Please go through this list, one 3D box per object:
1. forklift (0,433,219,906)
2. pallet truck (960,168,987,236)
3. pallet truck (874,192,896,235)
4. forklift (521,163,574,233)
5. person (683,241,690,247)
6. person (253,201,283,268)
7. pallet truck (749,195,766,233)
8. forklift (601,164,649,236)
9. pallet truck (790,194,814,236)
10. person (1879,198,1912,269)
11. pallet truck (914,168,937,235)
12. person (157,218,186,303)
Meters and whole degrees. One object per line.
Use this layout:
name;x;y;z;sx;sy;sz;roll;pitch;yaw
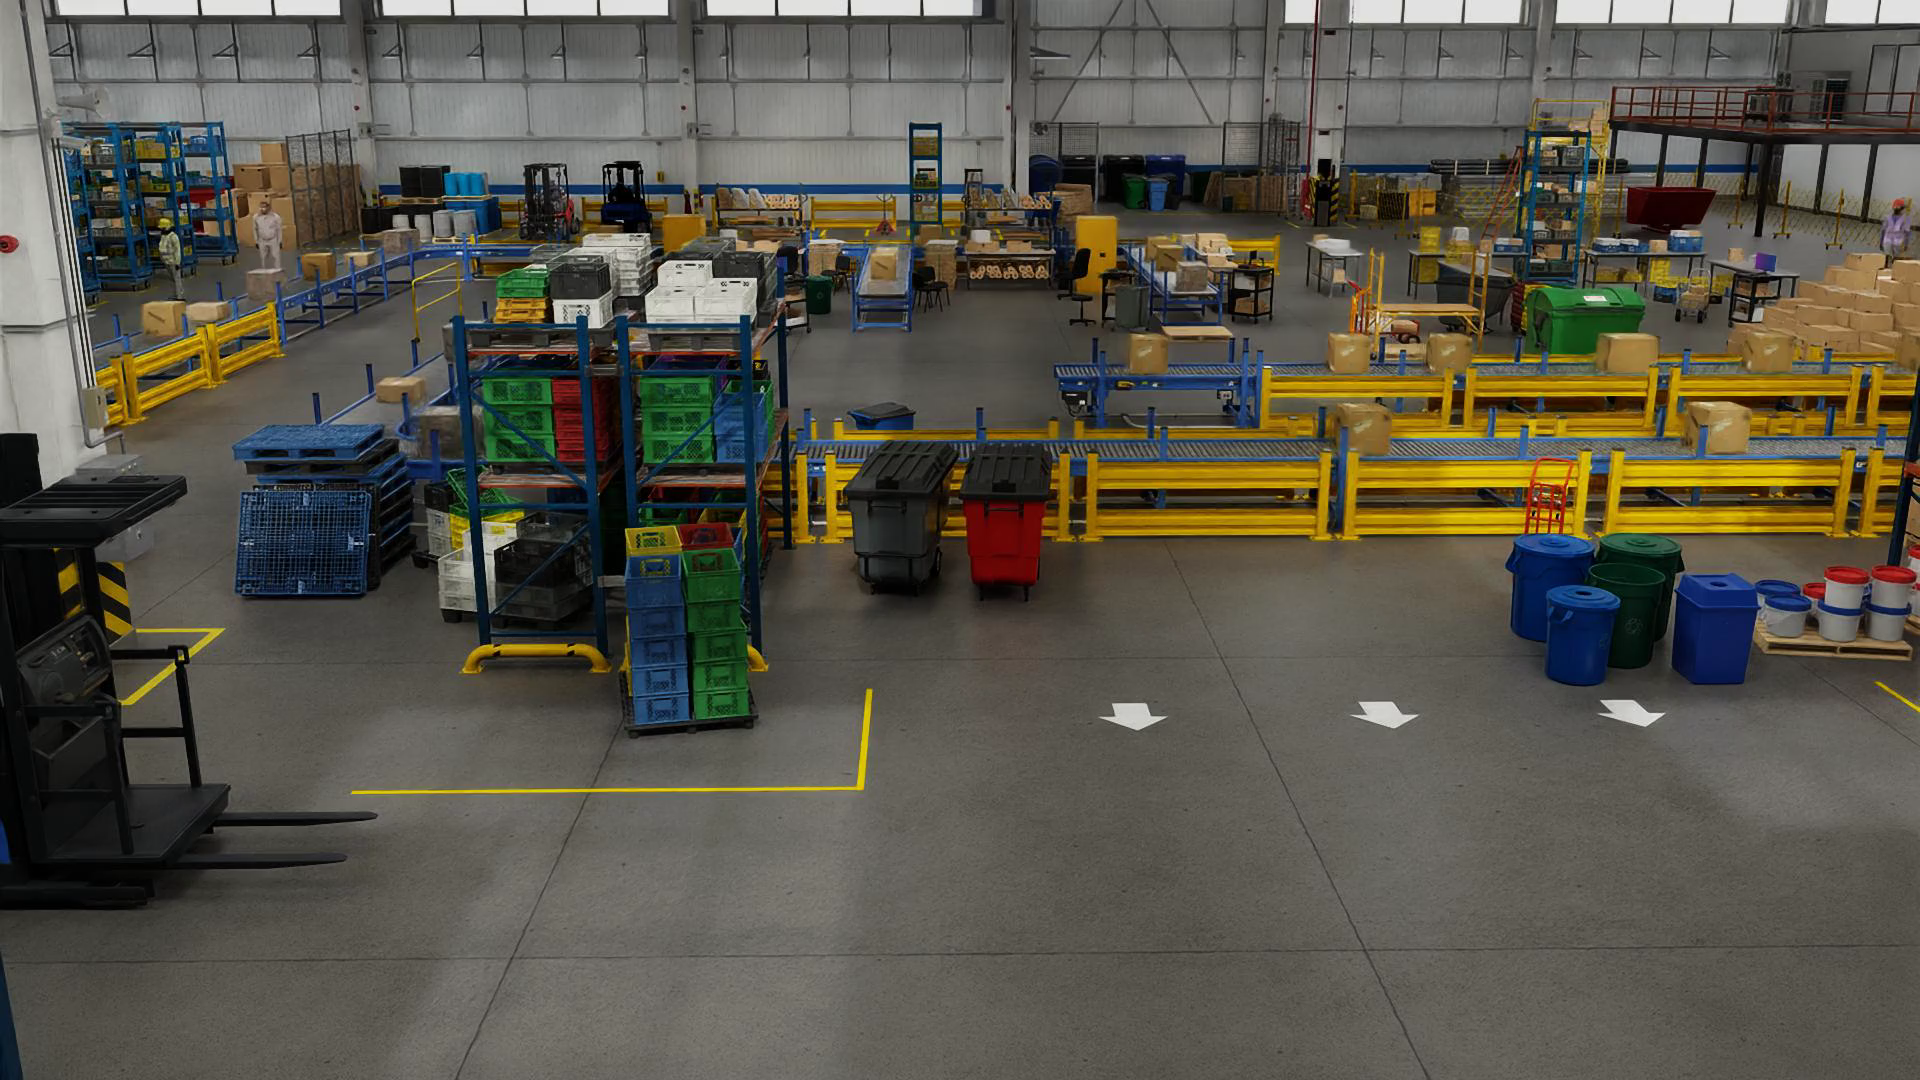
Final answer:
forklift;-5.952;0.780;10.366;1.873;2.768;1.129;0;16;-1
pallet truck;0.383;-10.230;50.206;0.823;1.965;1.885;-1;16;-3
pallet truck;-2.277;-9.986;50.594;0.653;1.274;1.630;0;16;-1
forklift;-12.233;-10.122;49.298;1.157;1.987;2.680;0;16;-1
person;-5.256;-4.949;32.312;0.530;1.736;0.801;-9;19;-30
person;-16.376;-7.067;39.388;0.642;1.902;0.399;-3;16;-9
pallet truck;-6.051;-9.967;50.660;0.680;1.201;1.601;0;16;-1
forklift;-9.948;-10.127;49.296;1.157;1.987;2.680;-1;16;-3
pallet truck;-4.814;-9.883;50.259;0.704;1.261;1.522;-1;16;-3
person;21.943;-7.017;39.032;0.614;2.017;0.921;13;21;39
pallet truck;-0.989;-10.316;50.507;0.823;1.965;1.885;1;16;3
person;-16.980;-5.997;35.794;0.592;1.828;0.404;13;21;39
